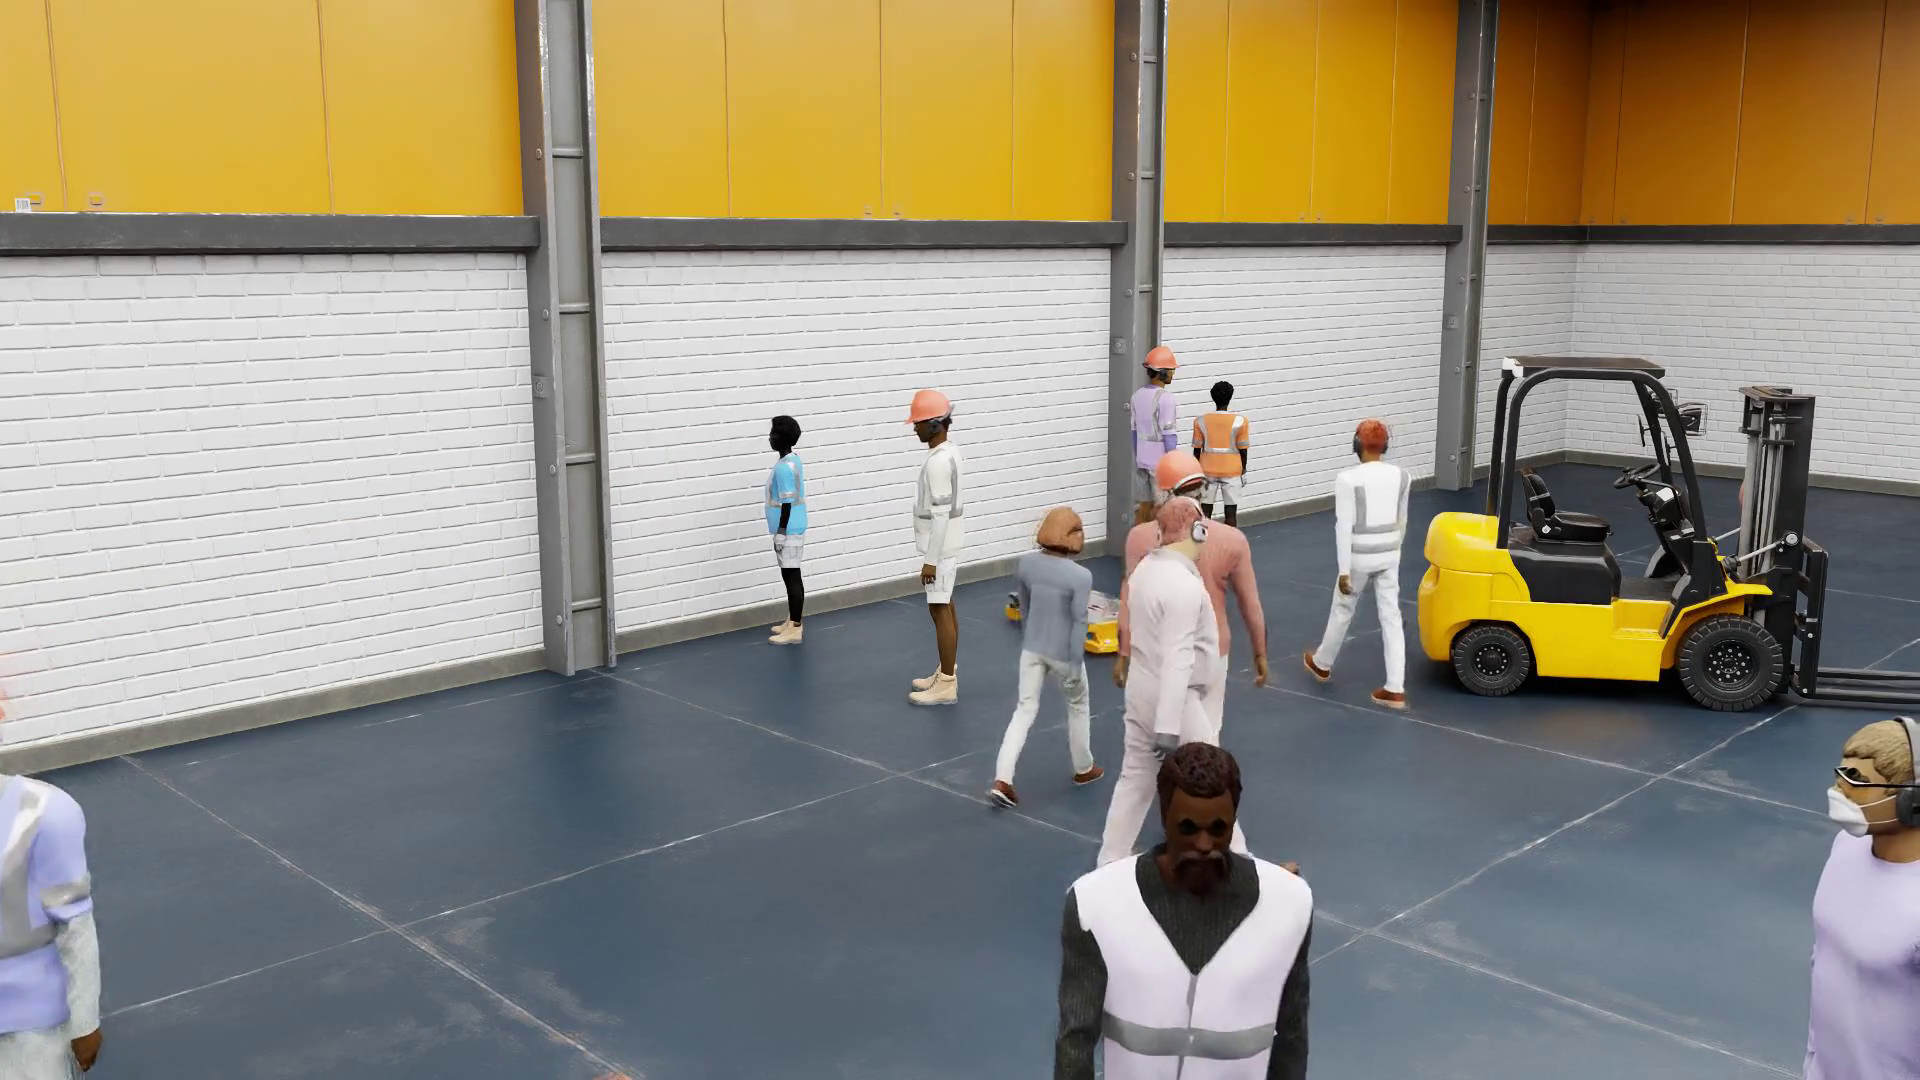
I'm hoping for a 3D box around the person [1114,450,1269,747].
[{"bbox_3d":[1.149,0.536,8.236,0.762,1.951,0.773,1,10,6],"label":"person"}]

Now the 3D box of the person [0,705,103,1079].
[{"bbox_3d":[-2.594,1.238,4.538,0.550,1.922,0.650,0,10,1],"label":"person"}]

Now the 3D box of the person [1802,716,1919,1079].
[{"bbox_3d":[2.132,1.349,3.866,0.354,1.937,0.635,1,10,4],"label":"person"}]

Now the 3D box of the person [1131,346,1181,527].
[{"bbox_3d":[1.737,-0.672,14.601,0.377,2.045,0.605,-5,12,-26],"label":"person"}]

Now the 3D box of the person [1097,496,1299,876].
[{"bbox_3d":[1.048,0.735,7.453,0.969,1.850,0.684,-2,11,-10],"label":"person"}]

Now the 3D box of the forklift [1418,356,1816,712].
[{"bbox_3d":[4.276,-0.101,11.076,2.313,2.155,1.214,2,11,13],"label":"forklift"}]

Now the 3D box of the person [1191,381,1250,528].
[{"bbox_3d":[2.375,-0.605,15.202,0.535,1.693,0.317,4,11,20],"label":"person"}]

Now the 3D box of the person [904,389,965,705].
[{"bbox_3d":[-0.165,0.046,10.704,0.381,2.039,0.606,1,10,4],"label":"person"}]

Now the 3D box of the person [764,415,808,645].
[{"bbox_3d":[-1.286,-0.080,12.314,0.318,1.700,0.535,0,10,-1],"label":"person"}]

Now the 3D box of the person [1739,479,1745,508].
[{"bbox_3d":[5.751,-0.094,11.833,0.410,1.905,0.641,6,12,30],"label":"person"}]

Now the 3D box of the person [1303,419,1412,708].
[{"bbox_3d":[2.645,0.124,10.855,0.575,1.821,1.024,-3,11,-17],"label":"person"}]

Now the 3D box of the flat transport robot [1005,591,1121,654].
[{"bbox_3d":[0.960,0.587,12.574,0.652,0.197,1.431,-5,12,-26],"label":"flat transport robot"}]

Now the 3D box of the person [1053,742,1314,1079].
[{"bbox_3d":[0.514,1.388,3.802,0.603,1.888,0.855,1,10,3],"label":"person"}]

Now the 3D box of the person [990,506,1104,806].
[{"bbox_3d":[0.470,0.607,8.870,0.496,1.589,0.868,7,13,35],"label":"person"}]
